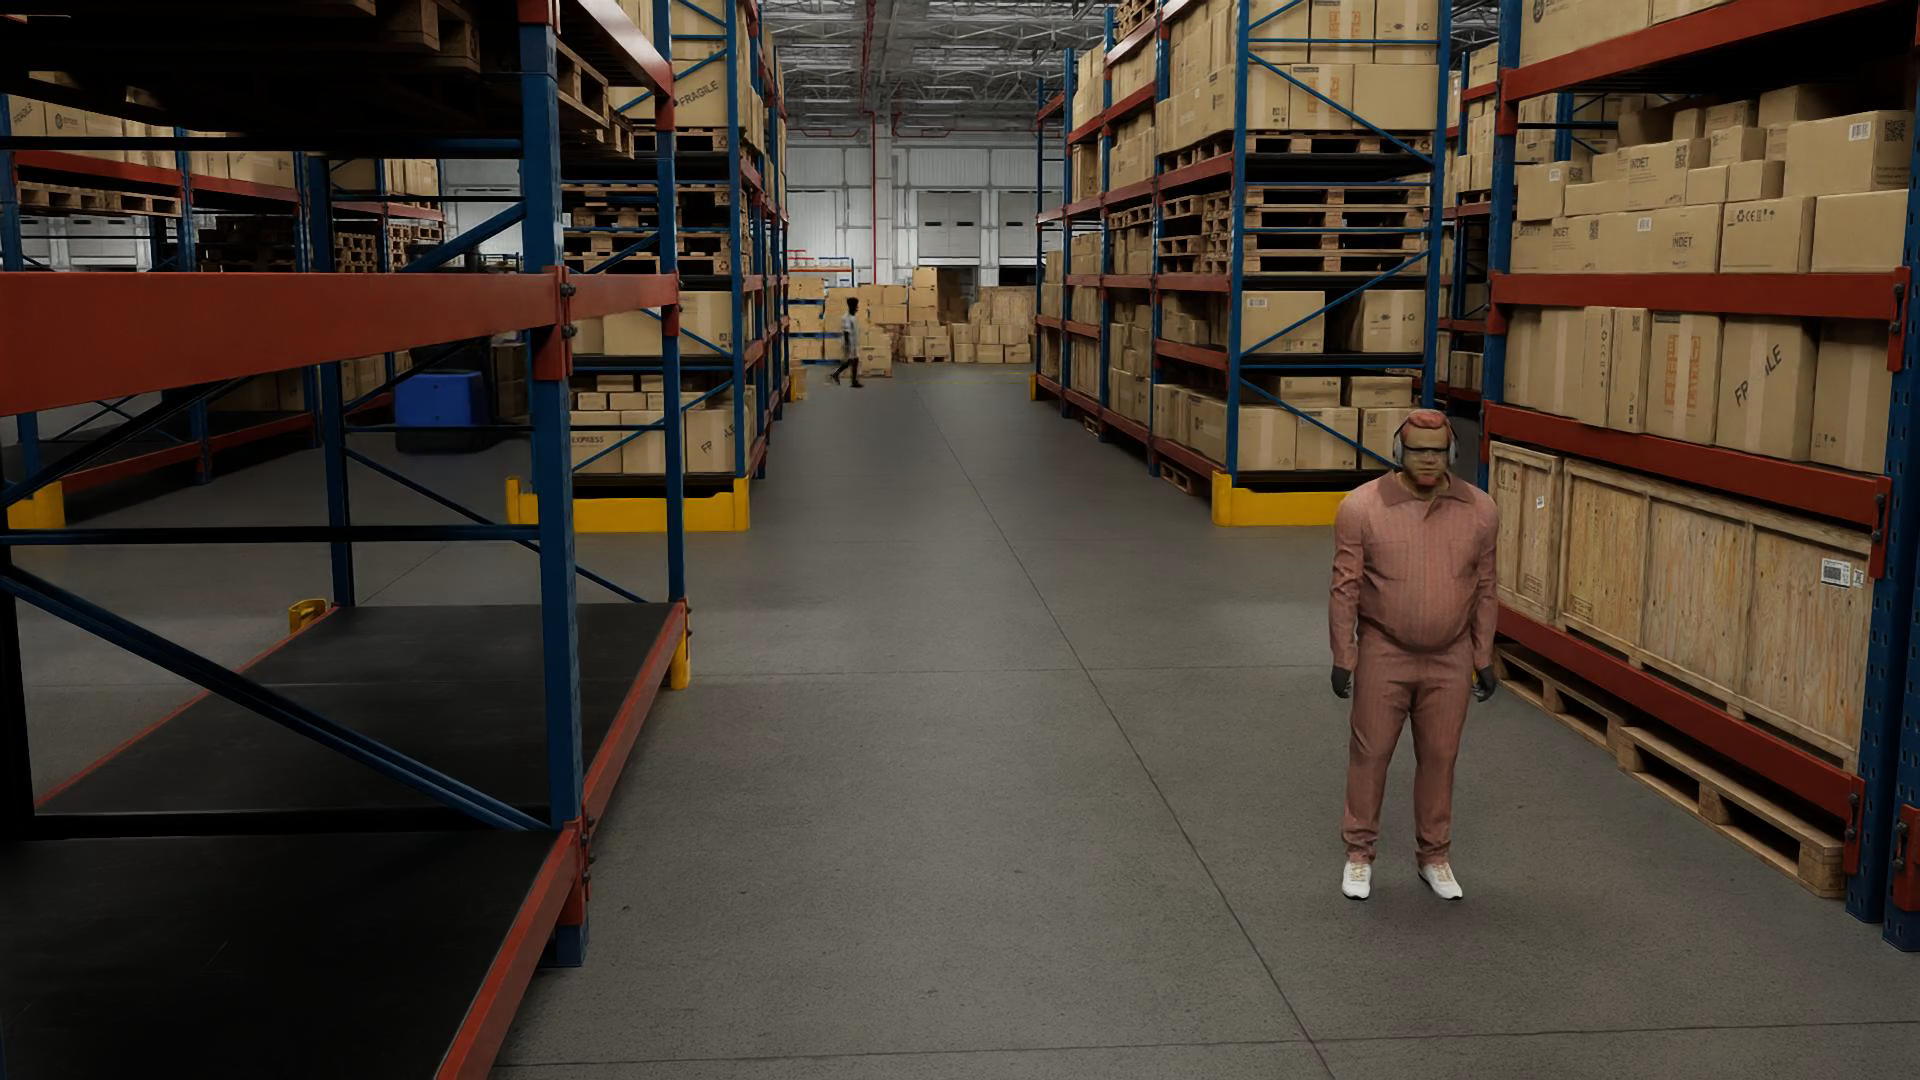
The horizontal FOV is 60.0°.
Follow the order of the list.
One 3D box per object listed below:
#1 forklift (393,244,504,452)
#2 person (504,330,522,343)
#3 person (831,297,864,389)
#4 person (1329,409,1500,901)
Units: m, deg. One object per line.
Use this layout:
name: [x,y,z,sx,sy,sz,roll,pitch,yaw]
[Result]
forklift: [-7.086,-2.672,22.906,1.129,2.768,1.873,-1,9,-4]
person: [-10.269,-4.592,38.066,0.594,1.891,0.807,4,10,25]
person: [-2.362,-4.177,35.253,0.605,1.953,0.626,4,10,21]
person: [1.745,0.447,6.381,0.651,1.904,0.402,0,9,1]
